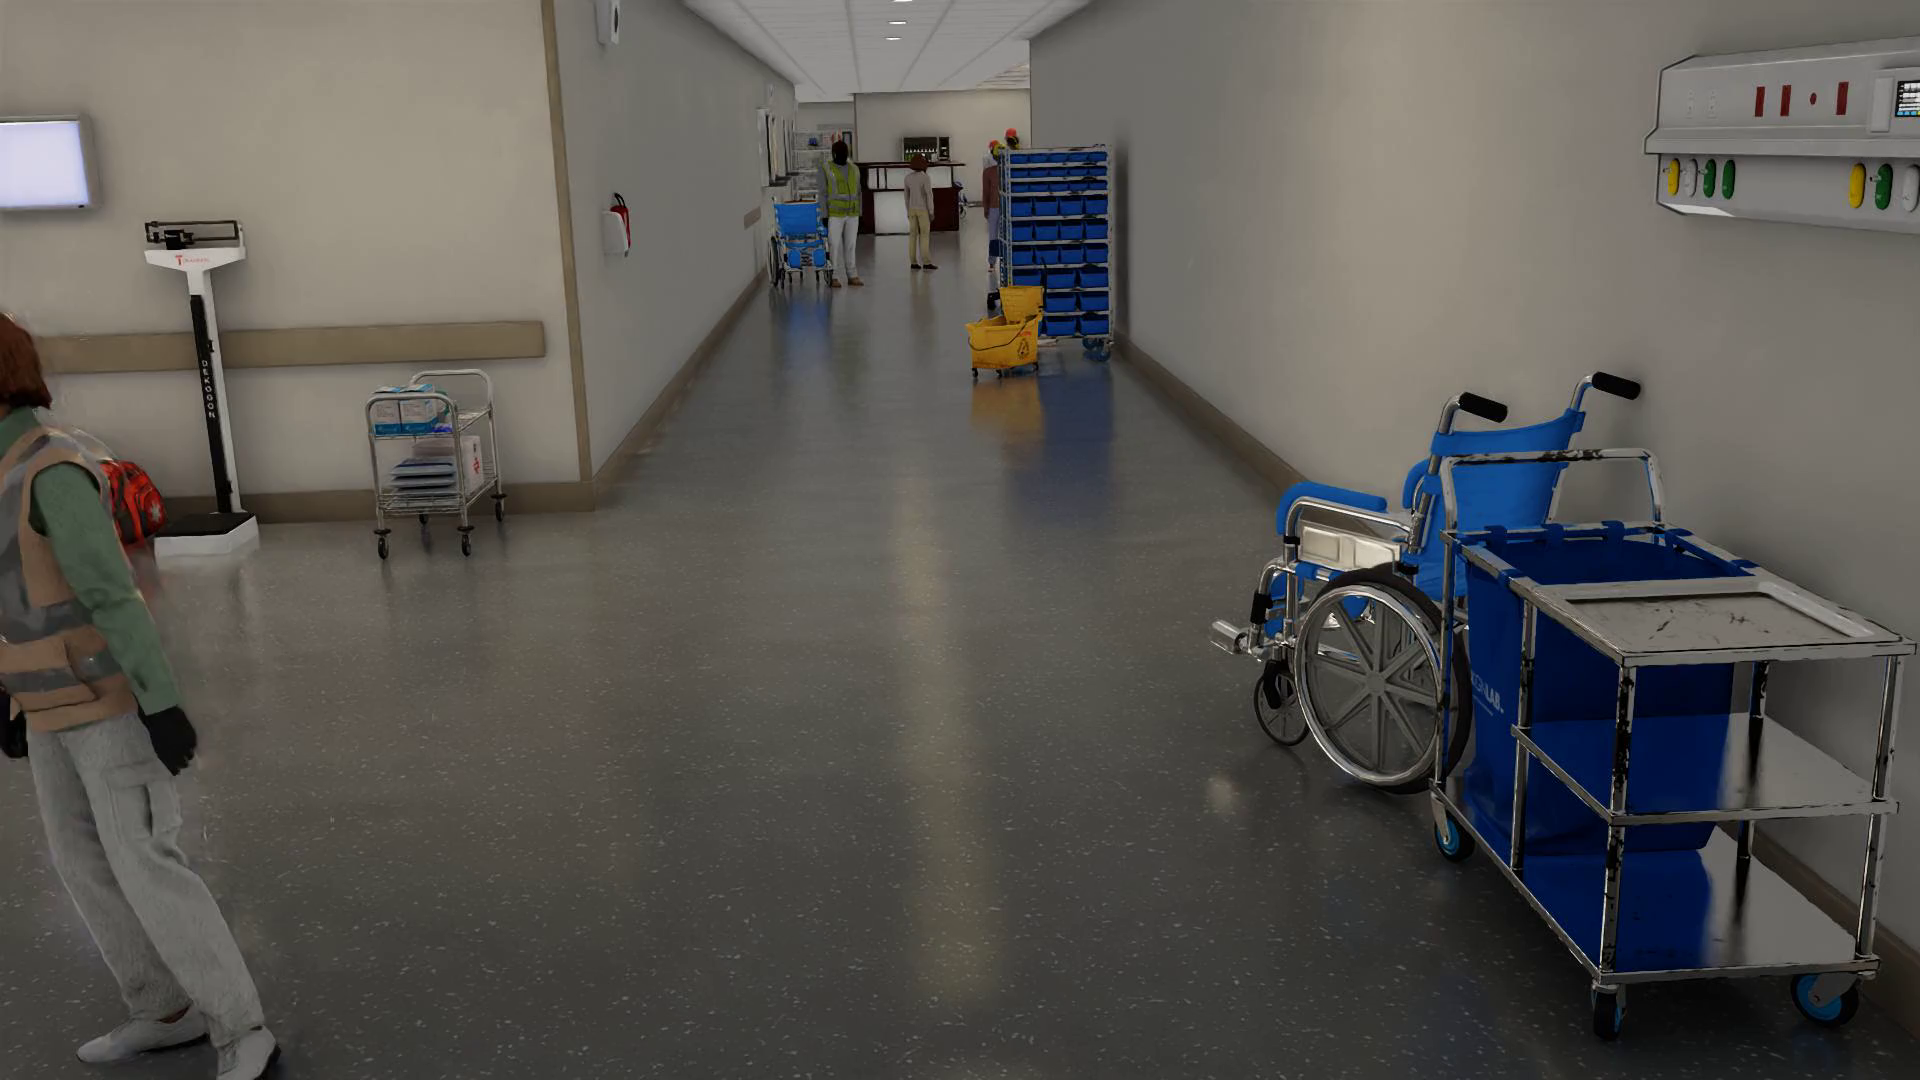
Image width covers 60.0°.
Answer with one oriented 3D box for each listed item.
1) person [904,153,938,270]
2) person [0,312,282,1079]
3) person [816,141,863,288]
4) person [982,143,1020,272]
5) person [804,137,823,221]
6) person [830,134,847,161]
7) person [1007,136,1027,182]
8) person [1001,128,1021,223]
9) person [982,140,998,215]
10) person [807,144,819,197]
[{"bbox_3d":[-0.570,-4.669,23.687,0.498,1.634,0.281,10,18,39],"label":"person"},{"bbox_3d":[-1.719,0.337,3.300,0.619,1.609,0.403,10,18,41],"label":"person"},{"bbox_3d":[-1.503,-4.169,21.316,0.624,1.844,0.429,-10,16,-32],"label":"person"},{"bbox_3d":[0.573,-4.585,22.959,0.522,1.758,0.349,0,14,6],"label":"person"},{"bbox_3d":[-3.301,-8.137,37.667,0.494,1.918,0.681,-12,17,-37],"label":"person"},{"bbox_3d":[-2.753,-8.260,37.957,0.392,1.991,0.612,3,14,18],"label":"person"},{"bbox_3d":[1.146,-6.929,32.387,0.339,1.833,0.684,3,15,20],"label":"person"},{"bbox_3d":[1.066,-7.646,35.001,0.610,1.984,0.400,-10,16,-32],"label":"person"},{"bbox_3d":[0.796,-8.480,38.960,0.564,1.743,0.352,-12,17,-37],"label":"person"},{"bbox_3d":[-3.827,-9.537,43.660,0.404,1.837,0.588,-3,14,-5],"label":"person"}]
